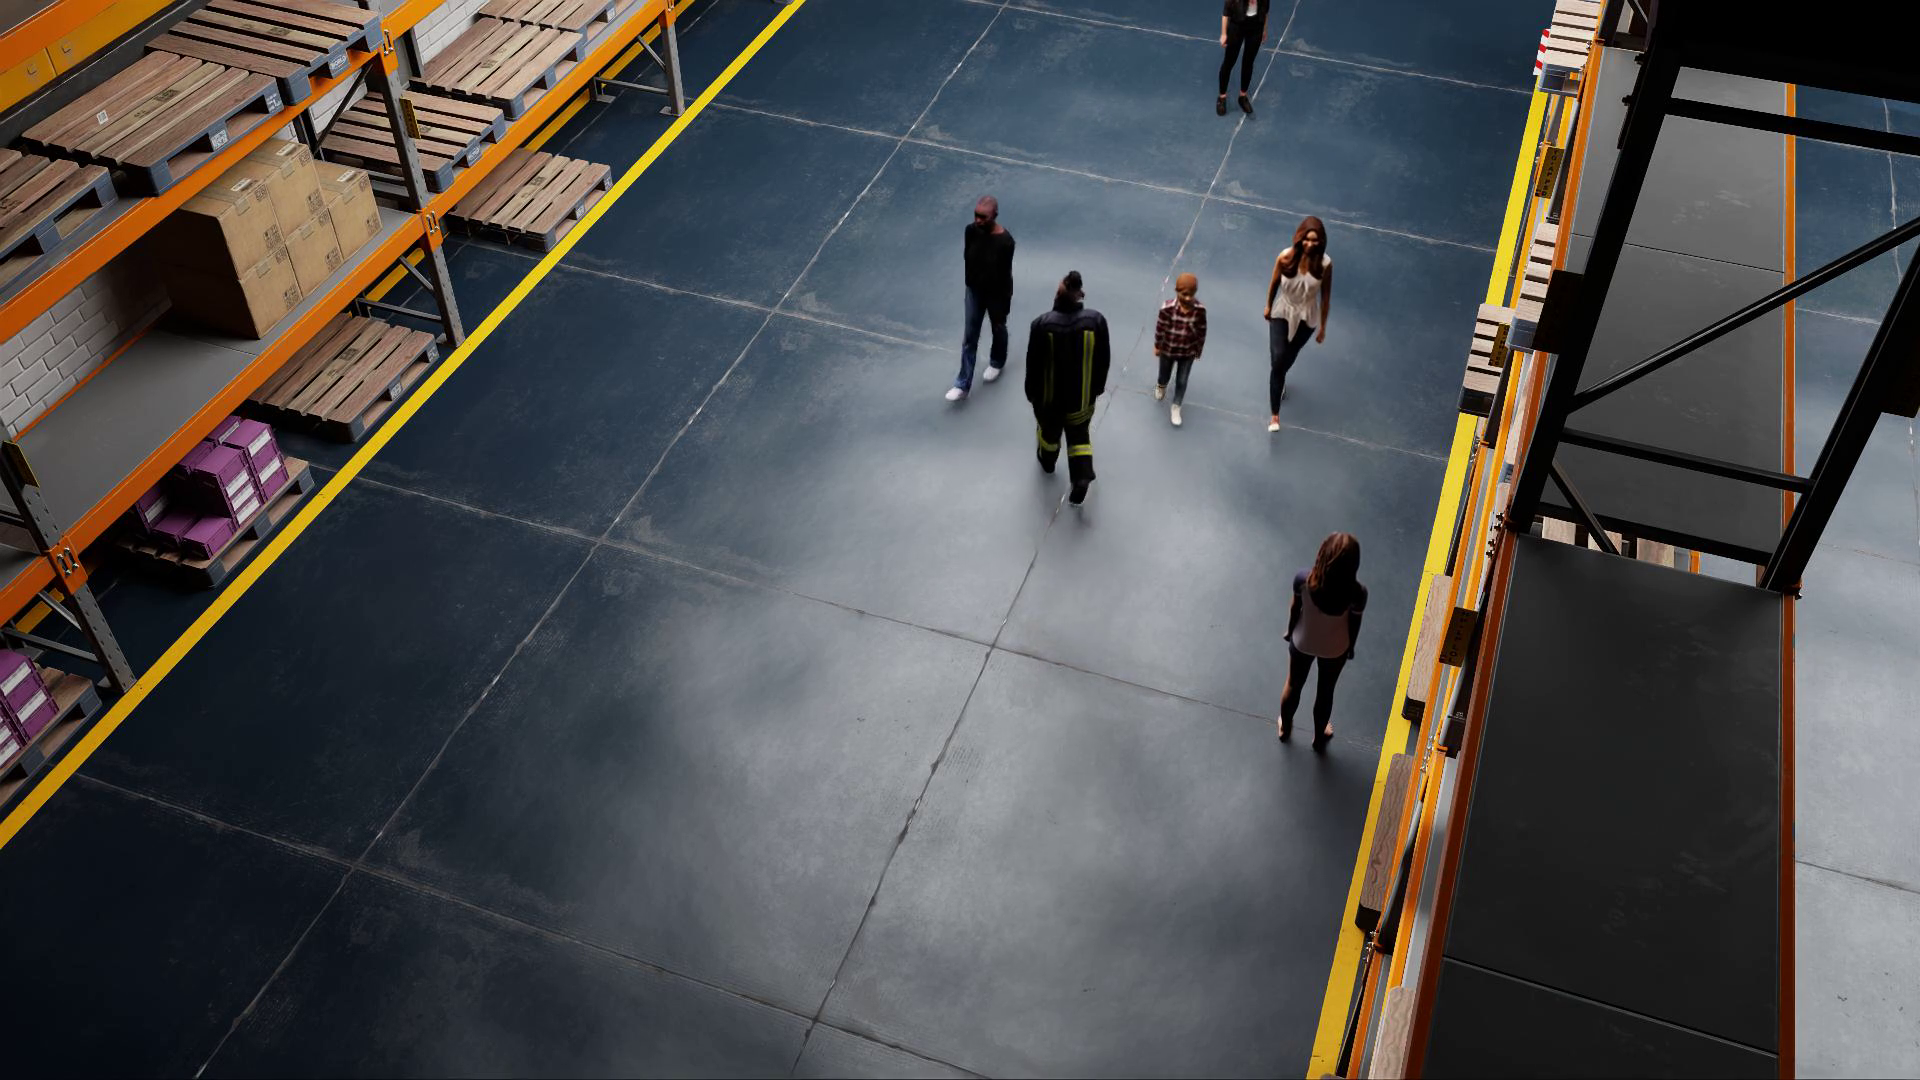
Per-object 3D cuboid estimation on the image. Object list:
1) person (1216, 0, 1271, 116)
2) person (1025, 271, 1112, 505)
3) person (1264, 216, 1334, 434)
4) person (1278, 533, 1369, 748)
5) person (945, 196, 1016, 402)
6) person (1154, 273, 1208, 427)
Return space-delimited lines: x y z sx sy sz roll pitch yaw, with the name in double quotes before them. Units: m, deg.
"person" 2.731 -4.919 15.933 0.691 1.710 0.684 -4 44 -5
"person" 0.761 -1.061 11.797 1.027 1.831 1.163 -6 44 -6
"person" 2.527 -1.725 12.560 0.769 1.739 1.179 7 44 7
"person" 2.185 0.621 10.102 0.589 1.733 0.540 16 46 16
"person" 0.271 -1.939 12.797 0.736 1.721 1.031 22 48 22
"person" 1.664 -1.513 12.655 0.645 1.300 0.751 2 44 2
